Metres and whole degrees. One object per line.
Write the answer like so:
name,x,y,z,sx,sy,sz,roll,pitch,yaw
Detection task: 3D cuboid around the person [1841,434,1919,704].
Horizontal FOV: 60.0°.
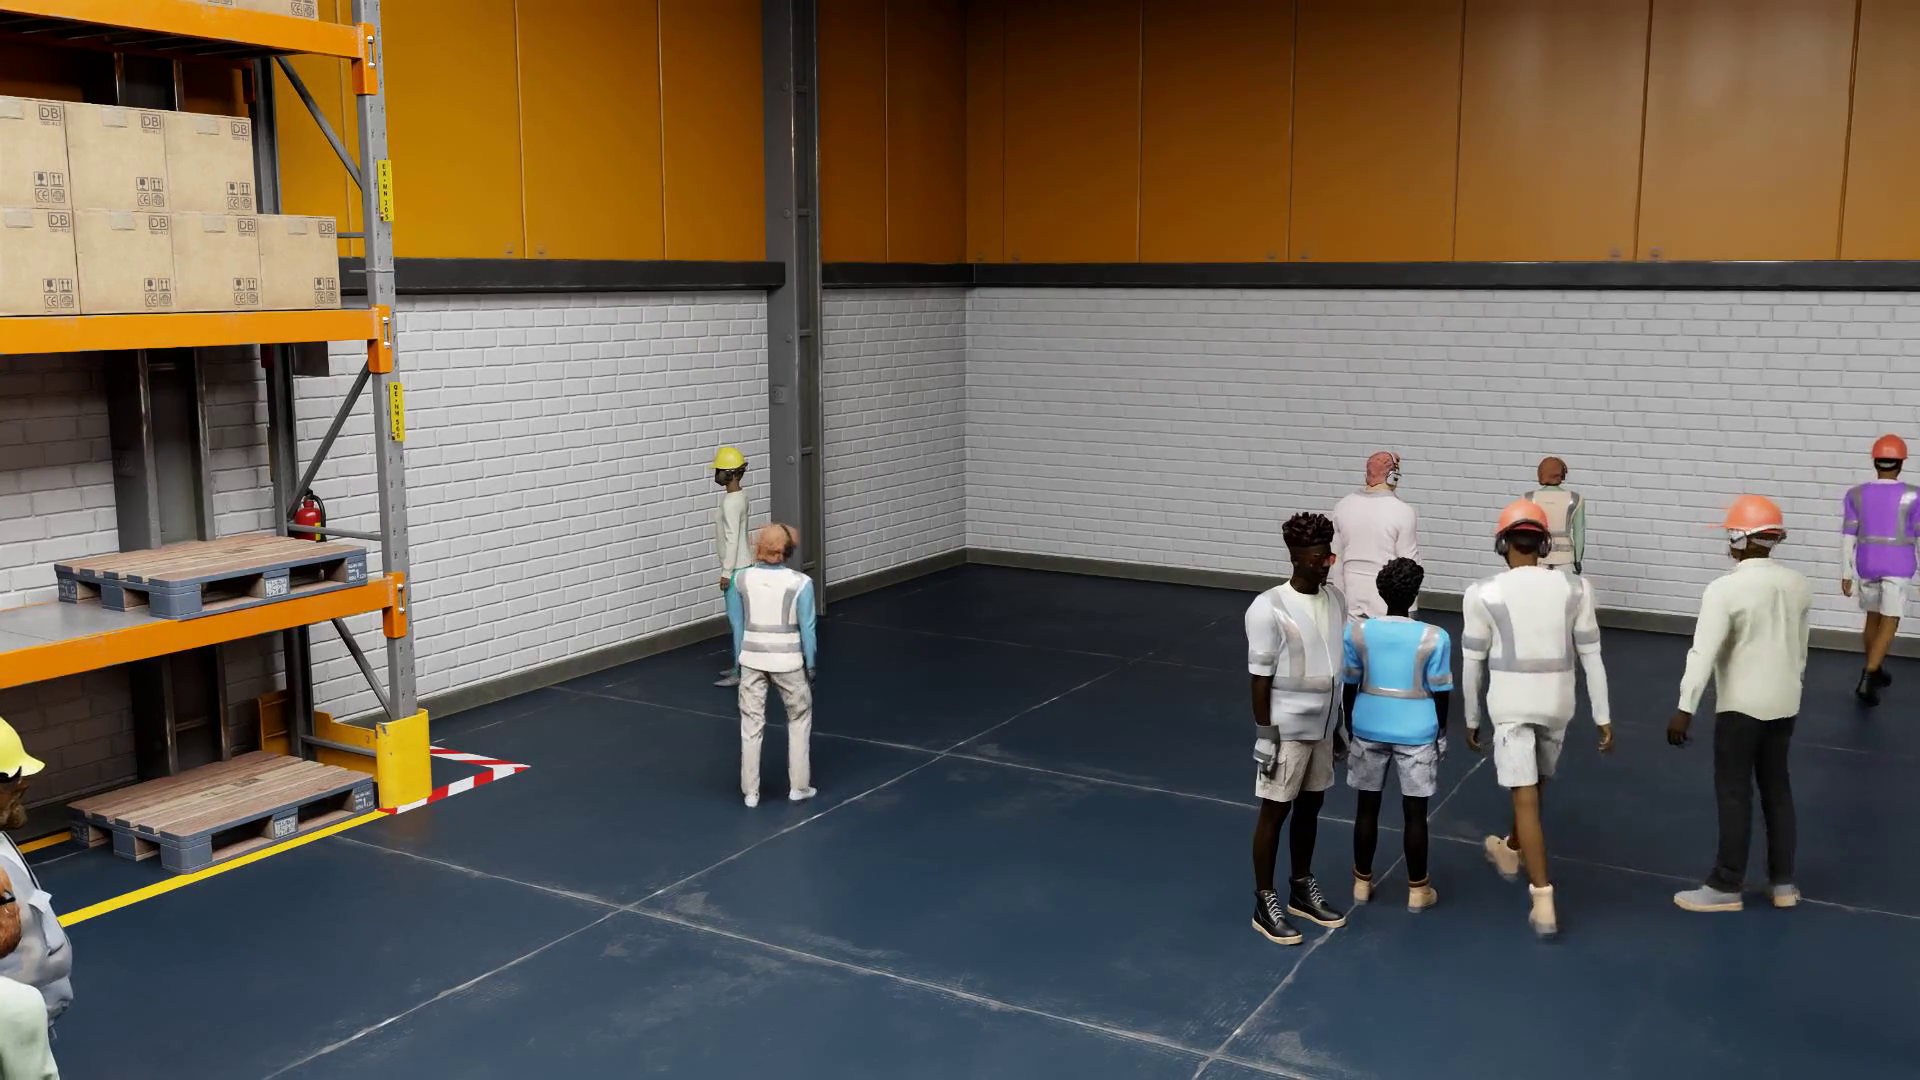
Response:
person,6.583,0.193,11.866,0.932,1.904,0.556,-7,12,-38

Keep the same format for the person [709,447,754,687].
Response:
person,-1.680,0.196,12.258,0.310,1.769,0.525,0,9,0

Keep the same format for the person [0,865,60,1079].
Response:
person,-2.401,1.569,4.096,0.509,1.632,0.265,2,9,15

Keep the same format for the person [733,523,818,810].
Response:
person,-1.052,0.718,9.445,0.509,1.621,0.420,3,9,16

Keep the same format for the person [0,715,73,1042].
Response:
person,-2.709,1.376,4.678,0.404,1.830,0.601,-5,10,-29

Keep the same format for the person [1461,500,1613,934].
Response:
person,2.728,0.802,7.909,0.691,1.951,1.089,0,9,-2

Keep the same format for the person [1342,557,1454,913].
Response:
person,2.069,0.924,7.921,0.532,1.697,0.322,5,10,27

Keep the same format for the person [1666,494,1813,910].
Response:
person,3.708,0.786,7.894,0.743,1.991,0.453,-4,10,-24

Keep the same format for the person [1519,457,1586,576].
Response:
person,4.522,0.177,12.770,0.512,1.638,0.312,2,9,13

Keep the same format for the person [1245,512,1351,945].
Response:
person,1.560,0.840,7.609,0.607,1.966,0.367,-7,12,-38

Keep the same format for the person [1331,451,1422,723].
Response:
person,2.696,0.376,10.711,0.409,1.903,0.638,-8,12,-40
